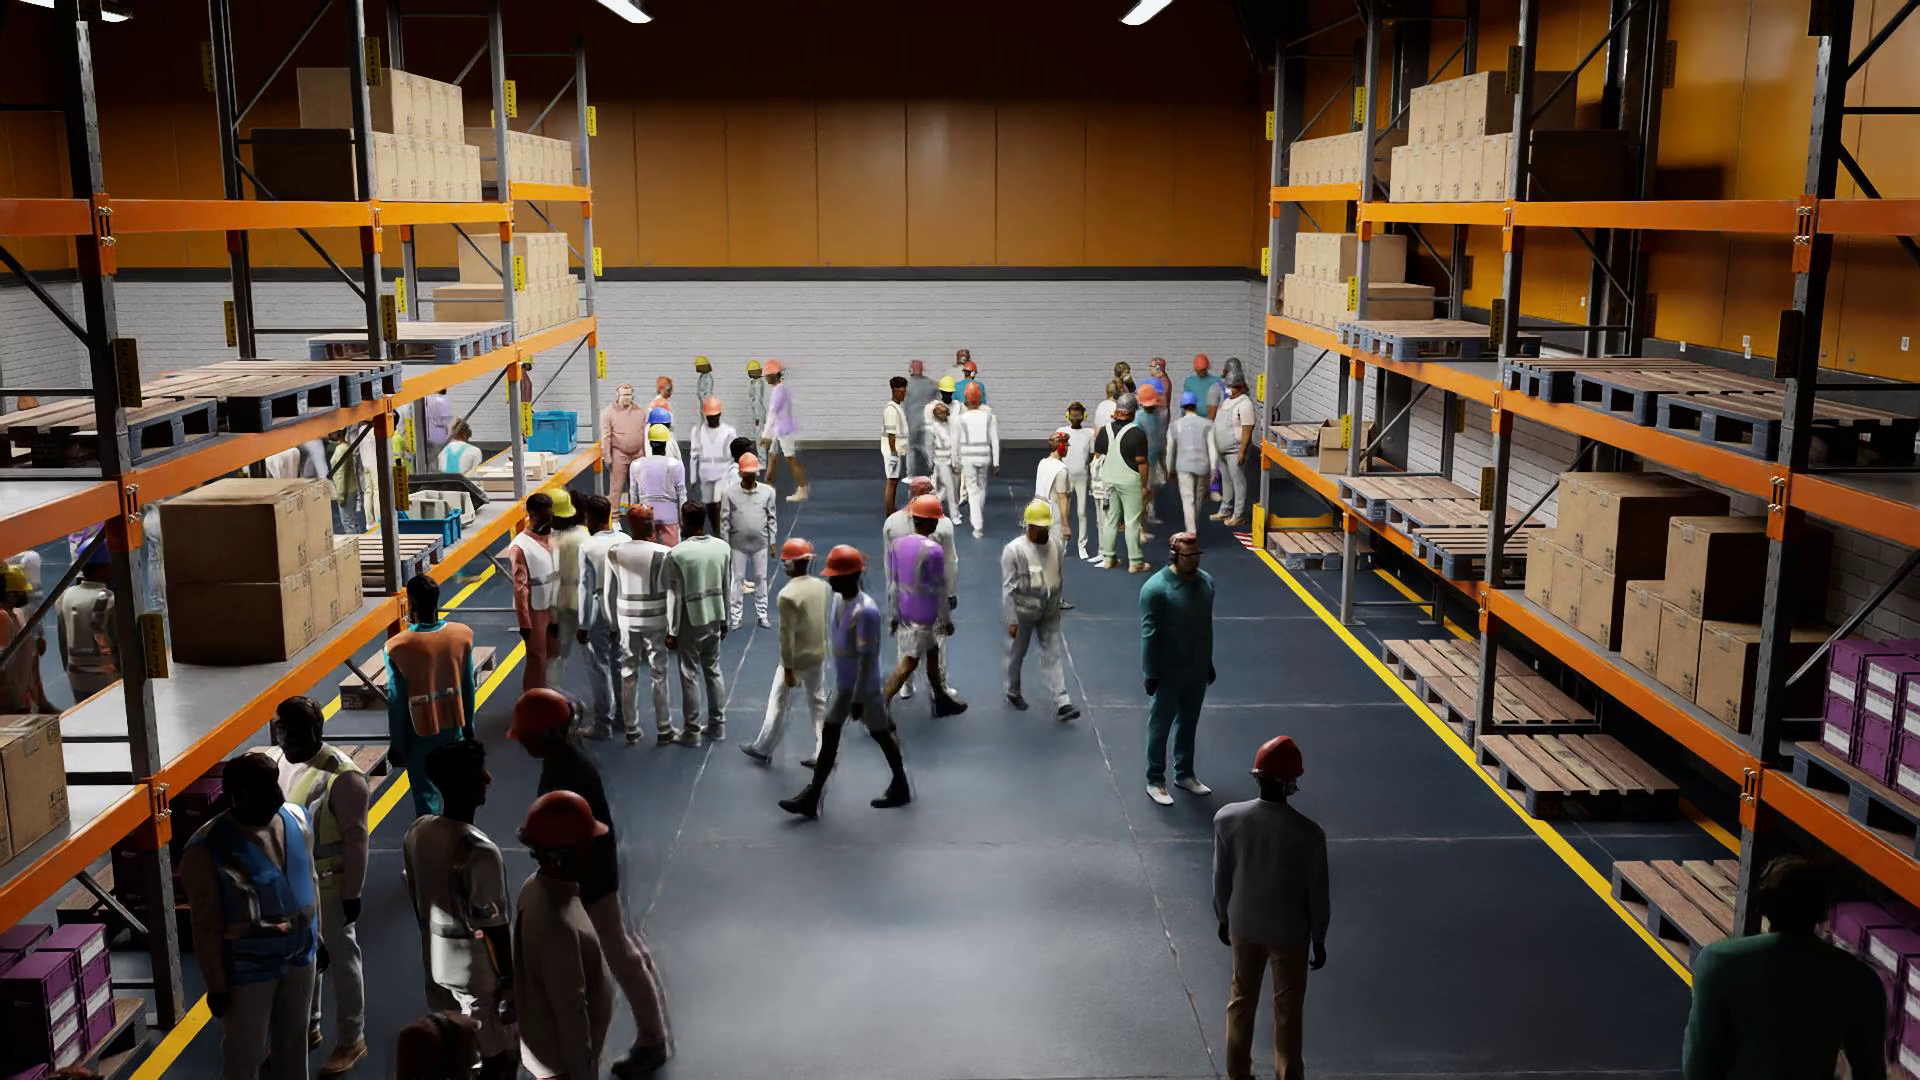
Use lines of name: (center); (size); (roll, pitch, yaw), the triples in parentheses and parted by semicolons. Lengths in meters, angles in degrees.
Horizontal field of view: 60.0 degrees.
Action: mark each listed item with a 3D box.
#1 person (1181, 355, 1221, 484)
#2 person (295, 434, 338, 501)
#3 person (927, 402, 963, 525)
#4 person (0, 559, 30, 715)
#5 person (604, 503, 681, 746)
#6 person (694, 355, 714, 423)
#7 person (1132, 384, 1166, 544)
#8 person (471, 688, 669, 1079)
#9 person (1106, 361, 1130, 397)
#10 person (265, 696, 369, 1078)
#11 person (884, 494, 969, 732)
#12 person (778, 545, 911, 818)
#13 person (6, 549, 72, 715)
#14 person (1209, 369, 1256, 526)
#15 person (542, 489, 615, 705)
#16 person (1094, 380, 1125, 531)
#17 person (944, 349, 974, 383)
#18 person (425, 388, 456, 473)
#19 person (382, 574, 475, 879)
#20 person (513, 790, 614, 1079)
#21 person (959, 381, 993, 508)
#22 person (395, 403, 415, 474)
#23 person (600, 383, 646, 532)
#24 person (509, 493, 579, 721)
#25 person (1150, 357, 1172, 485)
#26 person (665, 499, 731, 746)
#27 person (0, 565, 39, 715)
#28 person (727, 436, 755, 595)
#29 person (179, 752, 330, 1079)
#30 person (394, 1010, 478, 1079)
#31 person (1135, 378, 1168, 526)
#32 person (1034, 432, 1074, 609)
person: (3.673, -1.843, 25.164); (0.609, 1.932, 0.965); (4, 12, 21)
person: (-9.132, -1.590, 23.603); (1.054, 2.000, 0.690); (6, 13, 26)
person: (-0.178, -1.024, 21.851); (0.528, 1.595, 0.705); (-7, 13, -30)
person: (-6.337, 1.016, 10.907); (0.632, 1.906, 0.459); (8, 14, 34)
person: (-2.430, 0.654, 12.756); (0.574, 1.881, 0.357); (2, 11, 9)
person: (-4.165, -2.144, 27.157); (0.322, 1.736, 0.486); (-5, 12, -25)
person: (2.271, -0.943, 20.482); (0.493, 1.992, 0.665); (7, 13, 32)
person: (-1.852, 1.626, 7.739); (1.038, 1.921, 0.640); (-6, 13, -28)
person: (2.290, -1.618, 24.015); (0.373, 1.935, 0.628); (4, 12, 18)
person: (-3.106, 1.635, 7.927); (0.633, 1.846, 0.429); (5, 12, 24)
person: (-0.361, 0.572, 13.179); (1.021, 1.888, 0.533); (-7, 13, -31)
person: (-0.738, 0.959, 11.226); (0.999, 1.879, 0.561); (-7, 13, -33)
person: (-7.208, 0.642, 12.816); (0.651, 1.869, 0.955); (7, 13, 32)
person: (3.530, -1.214, 21.719); (0.538, 2.000, 0.684); (-4, 12, -18)
person: (-3.109, 0.527, 13.415); (0.593, 1.880, 0.979); (4, 12, 19)
person: (1.934, -1.084, 21.326); (0.375, 1.939, 0.628); (-4, 12, -21)
person: (0.042, -2.074, 26.373); (0.403, 1.906, 0.651); (-9, 14, -38)
person: (-7.235, -1.412, 23.096); (0.596, 1.893, 0.515); (10, 15, 42)
person: (-3.213, 1.155, 10.148); (0.390, 1.919, 0.591); (9, 15, 39)
person: (-1.463, 1.897, 6.229); (0.376, 1.997, 0.612); (-5, 12, -23)
person: (0.173, -1.314, 22.942); (0.562, 1.752, 0.324); (4, 12, 20)
person: (-7.394, -1.213, 22.142); (0.331, 1.874, 0.519); (-5, 12, -25)
person: (-4.264, -1.065, 21.315); (0.648, 1.904, 0.401); (-9, 14, -37)
person: (-3.329, 0.561, 13.162); (0.399, 1.909, 0.600); (4, 12, 17)
person: (2.951, -1.774, 24.864); (0.400, 1.910, 0.643); (2, 11, 10)
person: (-2.000, 0.634, 12.796); (0.407, 1.907, 0.599); (9, 14, 37)
person: (-6.341, 1.032, 11.186); (0.345, 1.759, 0.517); (-3, 12, -14)
person: (-2.358, -0.269, 17.853); (0.318, 1.694, 0.533); (-1, 11, -4)
person: (-2.963, 1.797, 7.118); (0.429, 1.846, 0.630); (6, 13, 26)
person: (-1.610, 2.277, 4.745); (0.683, 1.876, 0.591); (6, 13, 27)
person: (2.473, -1.176, 21.805); (0.622, 1.929, 0.620); (-8, 14, -35)
person: (0.952, -0.200, 17.158); (0.384, 1.836, 0.566); (-4, 12, -18)
